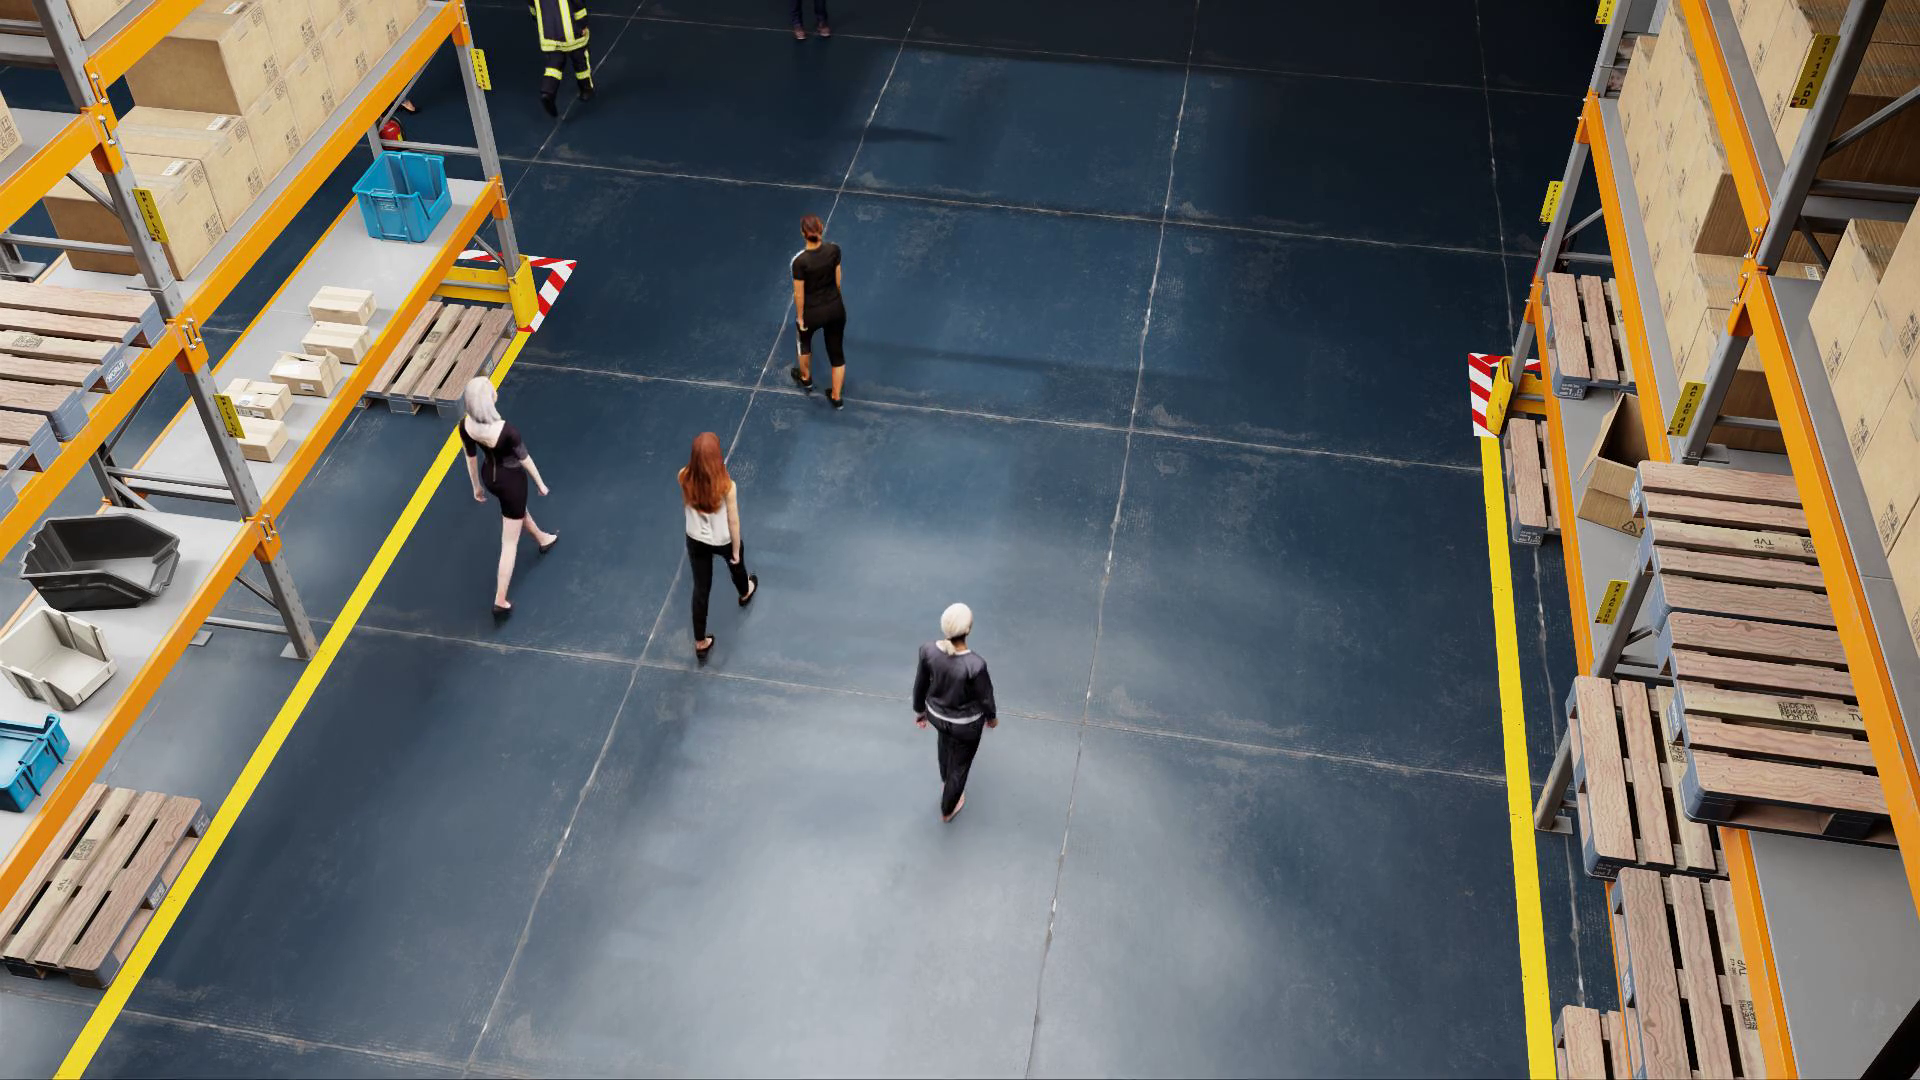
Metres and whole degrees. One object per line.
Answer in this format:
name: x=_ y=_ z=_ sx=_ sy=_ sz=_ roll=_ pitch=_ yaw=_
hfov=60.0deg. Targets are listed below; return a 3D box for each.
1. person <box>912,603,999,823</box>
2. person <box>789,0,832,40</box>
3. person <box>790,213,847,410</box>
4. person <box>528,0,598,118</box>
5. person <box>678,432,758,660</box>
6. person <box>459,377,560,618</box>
person: x=-0.068 y=1.057 z=9.679 sx=0.720 sy=1.710 sz=0.754 roll=20 pitch=47 yaw=20
person: x=-1.601 y=-6.058 z=17.054 sx=0.858 sy=1.838 sz=0.844 roll=-13 pitch=45 yaw=-14
person: x=-1.017 y=-1.698 z=12.615 sx=0.832 sy=1.649 sz=0.931 roll=-17 pitch=46 yaw=-17
person: x=-3.853 y=-4.938 z=15.880 sx=0.736 sy=1.836 sz=1.011 roll=7 pitch=44 yaw=8
person: x=-1.637 y=0.049 z=10.754 sx=0.626 sy=1.686 sz=1.067 roll=10 pitch=45 yaw=11
person: x=-3.045 y=-0.268 z=11.016 sx=0.724 sy=1.783 sz=1.200 roll=13 pitch=45 yaw=13
